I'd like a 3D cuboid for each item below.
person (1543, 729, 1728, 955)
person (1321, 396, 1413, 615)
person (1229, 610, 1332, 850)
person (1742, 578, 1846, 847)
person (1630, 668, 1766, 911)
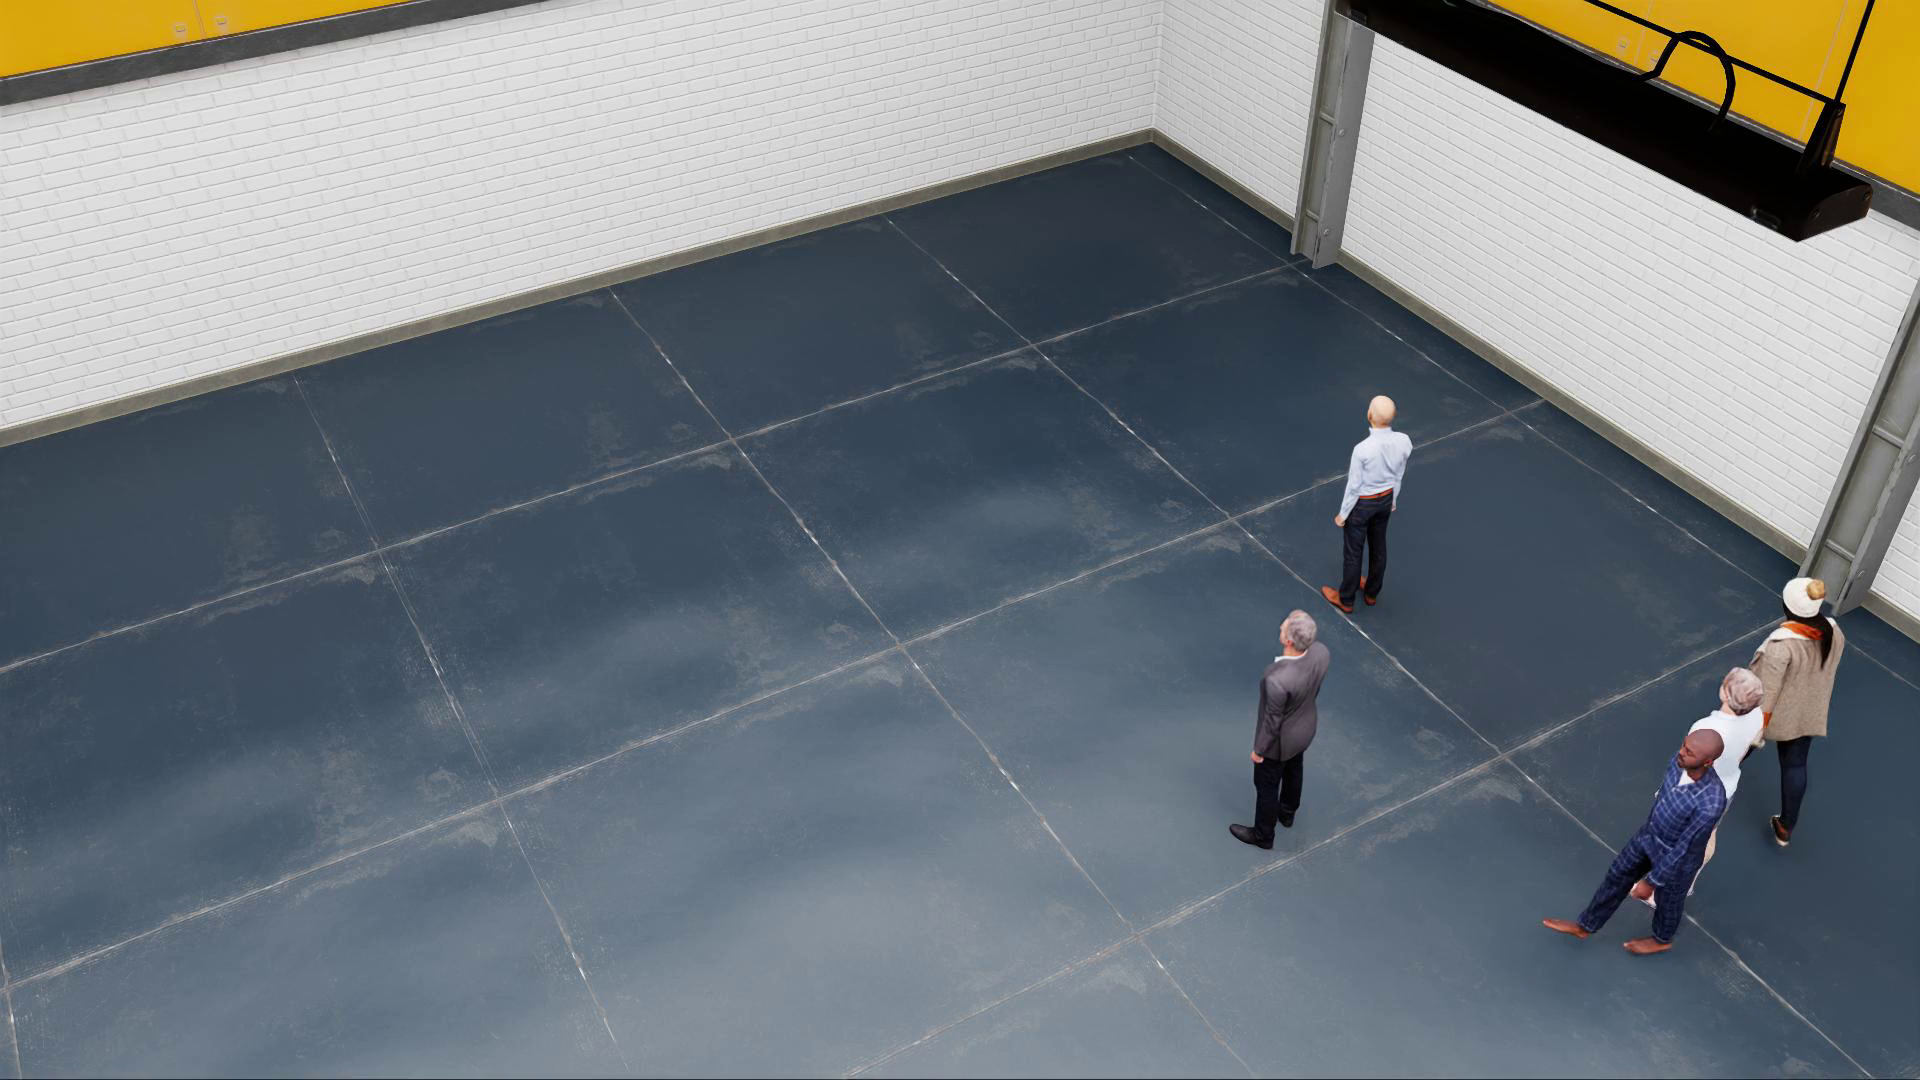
[{"bbox_3d":[4.086,1.742,9.420,0.947,1.792,1.030,-5,39,-6],"label":"person"},{"bbox_3d":[2.924,-0.247,11.913,0.666,1.789,0.579,-15,41,-18],"label":"person"},{"bbox_3d":[1.972,1.145,10.127,0.779,1.842,0.708,-32,48,-33],"label":"person"},{"bbox_3d":[5.106,1.073,10.213,0.958,1.848,1.262,-6,39,-8],"label":"person"},{"bbox_3d":[4.358,1.459,9.742,0.685,1.832,0.604,-14,41,-16],"label":"person"}]
